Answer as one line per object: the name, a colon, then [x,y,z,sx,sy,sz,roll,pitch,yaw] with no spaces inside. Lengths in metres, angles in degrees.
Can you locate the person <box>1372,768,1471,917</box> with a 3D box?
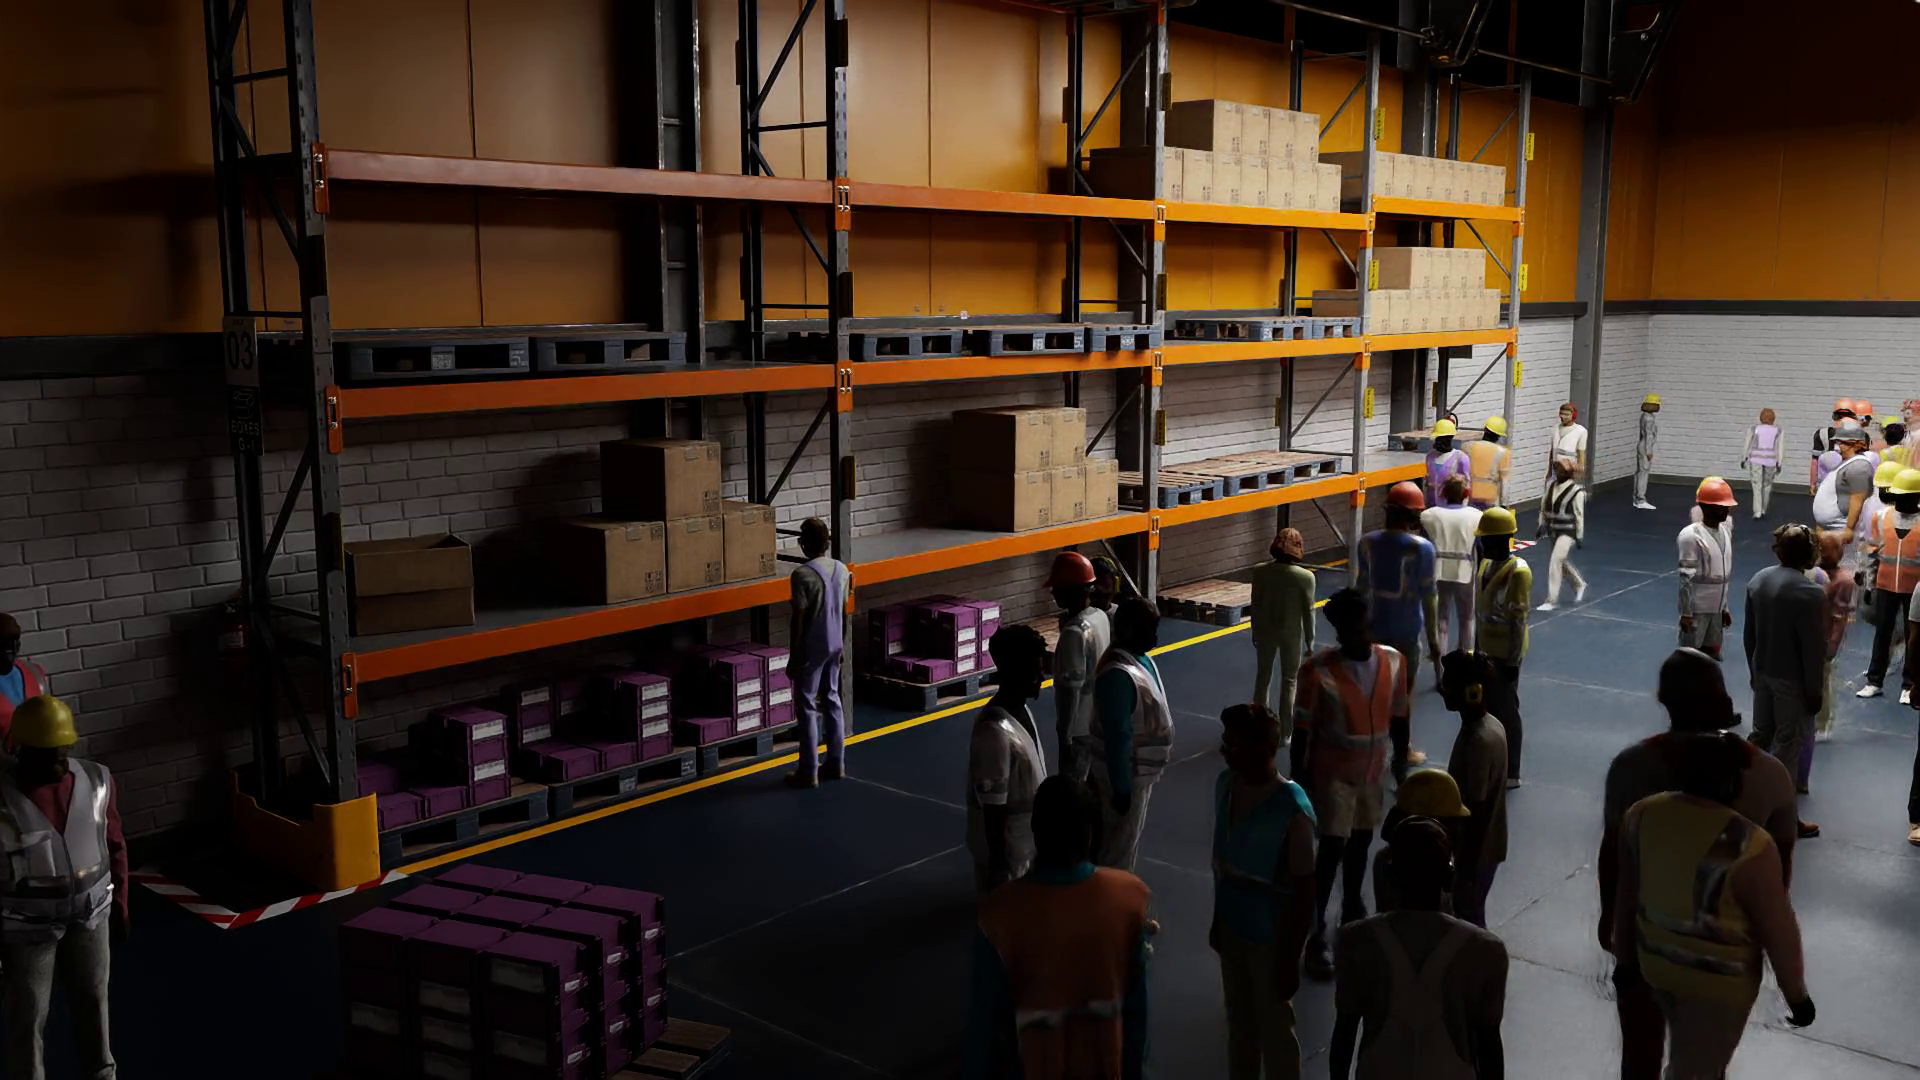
person: [1.609,1.653,5.912,0.339,1.735,0.488,-1,9,-7]

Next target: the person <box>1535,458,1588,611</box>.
person: [6.351,-0.075,17.431,0.732,1.608,0.515,-4,10,-23]

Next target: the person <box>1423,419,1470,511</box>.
person: [5.322,-0.366,18.301,0.388,1.927,0.589,-6,10,-32]

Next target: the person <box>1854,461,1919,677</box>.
person: [8.114,0.247,14.474,0.604,1.896,0.635,-3,9,-20]

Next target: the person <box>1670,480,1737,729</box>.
person: [5.685,0.502,12.665,0.543,1.940,0.361,-5,10,-32]

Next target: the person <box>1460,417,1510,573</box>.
person: [6.090,-0.507,19.435,0.644,1.879,0.486,5,10,28]

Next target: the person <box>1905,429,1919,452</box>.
person: [12.104,-0.733,20.838,0.575,1.879,0.352,9,12,44]

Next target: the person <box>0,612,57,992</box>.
person: [-4.666,1.254,8.139,0.429,1.840,0.627,2,9,16]

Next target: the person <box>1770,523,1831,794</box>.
person: [5.503,0.802,11.046,0.504,1.842,0.345,-5,10,-27]

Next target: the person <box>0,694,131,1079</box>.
person: [-3.598,1.500,6.608,0.403,1.824,0.592,7,11,39]

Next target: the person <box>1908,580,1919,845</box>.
person: [6.093,0.864,10.008,0.684,2.000,0.538,3,9,17]

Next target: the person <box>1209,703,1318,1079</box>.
person: [1.162,1.520,6.409,0.386,1.841,0.565,-4,10,-23]

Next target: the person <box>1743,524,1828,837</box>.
person: [5.128,0.864,10.339,0.354,1.936,0.635,-2,9,-12]

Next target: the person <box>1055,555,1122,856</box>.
person: [0.810,1.004,9.691,0.510,1.862,0.328,2,9,11]

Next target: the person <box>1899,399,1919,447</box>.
person: [12.374,-0.882,21.716,0.402,1.904,0.638,6,11,35]

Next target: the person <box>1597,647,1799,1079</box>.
person: [2.859,1.404,6.520,0.712,2.000,0.563,2,9,15]

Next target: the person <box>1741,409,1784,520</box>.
person: [11.640,-1.100,24.117,0.524,1.594,0.872,2,9,15]

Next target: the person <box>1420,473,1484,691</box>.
person: [4.175,0.337,14.098,0.573,1.815,0.757,3,9,21]

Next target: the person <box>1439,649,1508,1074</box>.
person: [2.205,1.386,7.226,0.329,1.862,0.513,3,9,19]

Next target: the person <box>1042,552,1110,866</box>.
person: [0.649,1.020,9.372,0.387,1.929,0.543,4,10,23]

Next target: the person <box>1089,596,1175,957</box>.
person: [0.880,1.193,8.536,0.429,1.838,0.634,2,9,14]

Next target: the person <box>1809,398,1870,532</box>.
person: [10.593,-0.691,20.075,0.613,2.033,0.412,5,10,28]

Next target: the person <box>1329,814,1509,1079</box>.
person: [1.376,1.737,5.040,0.510,1.838,0.336,3,9,18]

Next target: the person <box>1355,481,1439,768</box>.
person: [3.089,0.597,11.734,0.395,2.042,0.623,-7,11,-39]

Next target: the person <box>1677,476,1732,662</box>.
person: [6.629,0.277,14.763,0.560,1.722,0.555,-3,9,-20]

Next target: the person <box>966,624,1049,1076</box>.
person: [0.213,1.326,7.265,0.363,1.963,0.612,2,9,10]

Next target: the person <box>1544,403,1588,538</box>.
person: [8.052,-0.903,22.064,0.399,1.835,0.567,-4,10,-26]

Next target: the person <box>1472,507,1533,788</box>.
person: [3.639,0.730,11.283,0.392,1.919,0.581,-2,9,-11]

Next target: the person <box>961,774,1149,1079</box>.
person: [0.321,1.693,5.194,0.679,1.887,0.585,-4,9,-22]

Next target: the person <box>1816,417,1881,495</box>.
person: [9.448,-0.303,17.708,0.626,1.982,0.989,5,10,28]

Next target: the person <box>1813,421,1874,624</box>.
person: [8.896,-0.187,16.785,0.535,2.000,0.687,4,10,24]

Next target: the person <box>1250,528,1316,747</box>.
person: [2.382,0.718,12.297,0.507,1.623,0.288,6,10,33]

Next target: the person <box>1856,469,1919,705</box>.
person: [7.672,0.376,13.534,0.383,1.923,0.588,-8,12,-41]

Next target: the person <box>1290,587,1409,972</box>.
person: [1.964,1.180,8.369,0.672,1.923,0.615,-4,10,-24]

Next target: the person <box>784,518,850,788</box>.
person: [-0.967,0.762,11.348,0.351,1.834,0.518,7,11,40]

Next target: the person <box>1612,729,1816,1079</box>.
person: [2.807,1.581,6.095,0.783,1.812,0.638,-3,9,-21]

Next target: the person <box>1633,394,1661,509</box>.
person: [10.439,-1.349,25.244,0.313,1.741,0.487,2,9,13]
